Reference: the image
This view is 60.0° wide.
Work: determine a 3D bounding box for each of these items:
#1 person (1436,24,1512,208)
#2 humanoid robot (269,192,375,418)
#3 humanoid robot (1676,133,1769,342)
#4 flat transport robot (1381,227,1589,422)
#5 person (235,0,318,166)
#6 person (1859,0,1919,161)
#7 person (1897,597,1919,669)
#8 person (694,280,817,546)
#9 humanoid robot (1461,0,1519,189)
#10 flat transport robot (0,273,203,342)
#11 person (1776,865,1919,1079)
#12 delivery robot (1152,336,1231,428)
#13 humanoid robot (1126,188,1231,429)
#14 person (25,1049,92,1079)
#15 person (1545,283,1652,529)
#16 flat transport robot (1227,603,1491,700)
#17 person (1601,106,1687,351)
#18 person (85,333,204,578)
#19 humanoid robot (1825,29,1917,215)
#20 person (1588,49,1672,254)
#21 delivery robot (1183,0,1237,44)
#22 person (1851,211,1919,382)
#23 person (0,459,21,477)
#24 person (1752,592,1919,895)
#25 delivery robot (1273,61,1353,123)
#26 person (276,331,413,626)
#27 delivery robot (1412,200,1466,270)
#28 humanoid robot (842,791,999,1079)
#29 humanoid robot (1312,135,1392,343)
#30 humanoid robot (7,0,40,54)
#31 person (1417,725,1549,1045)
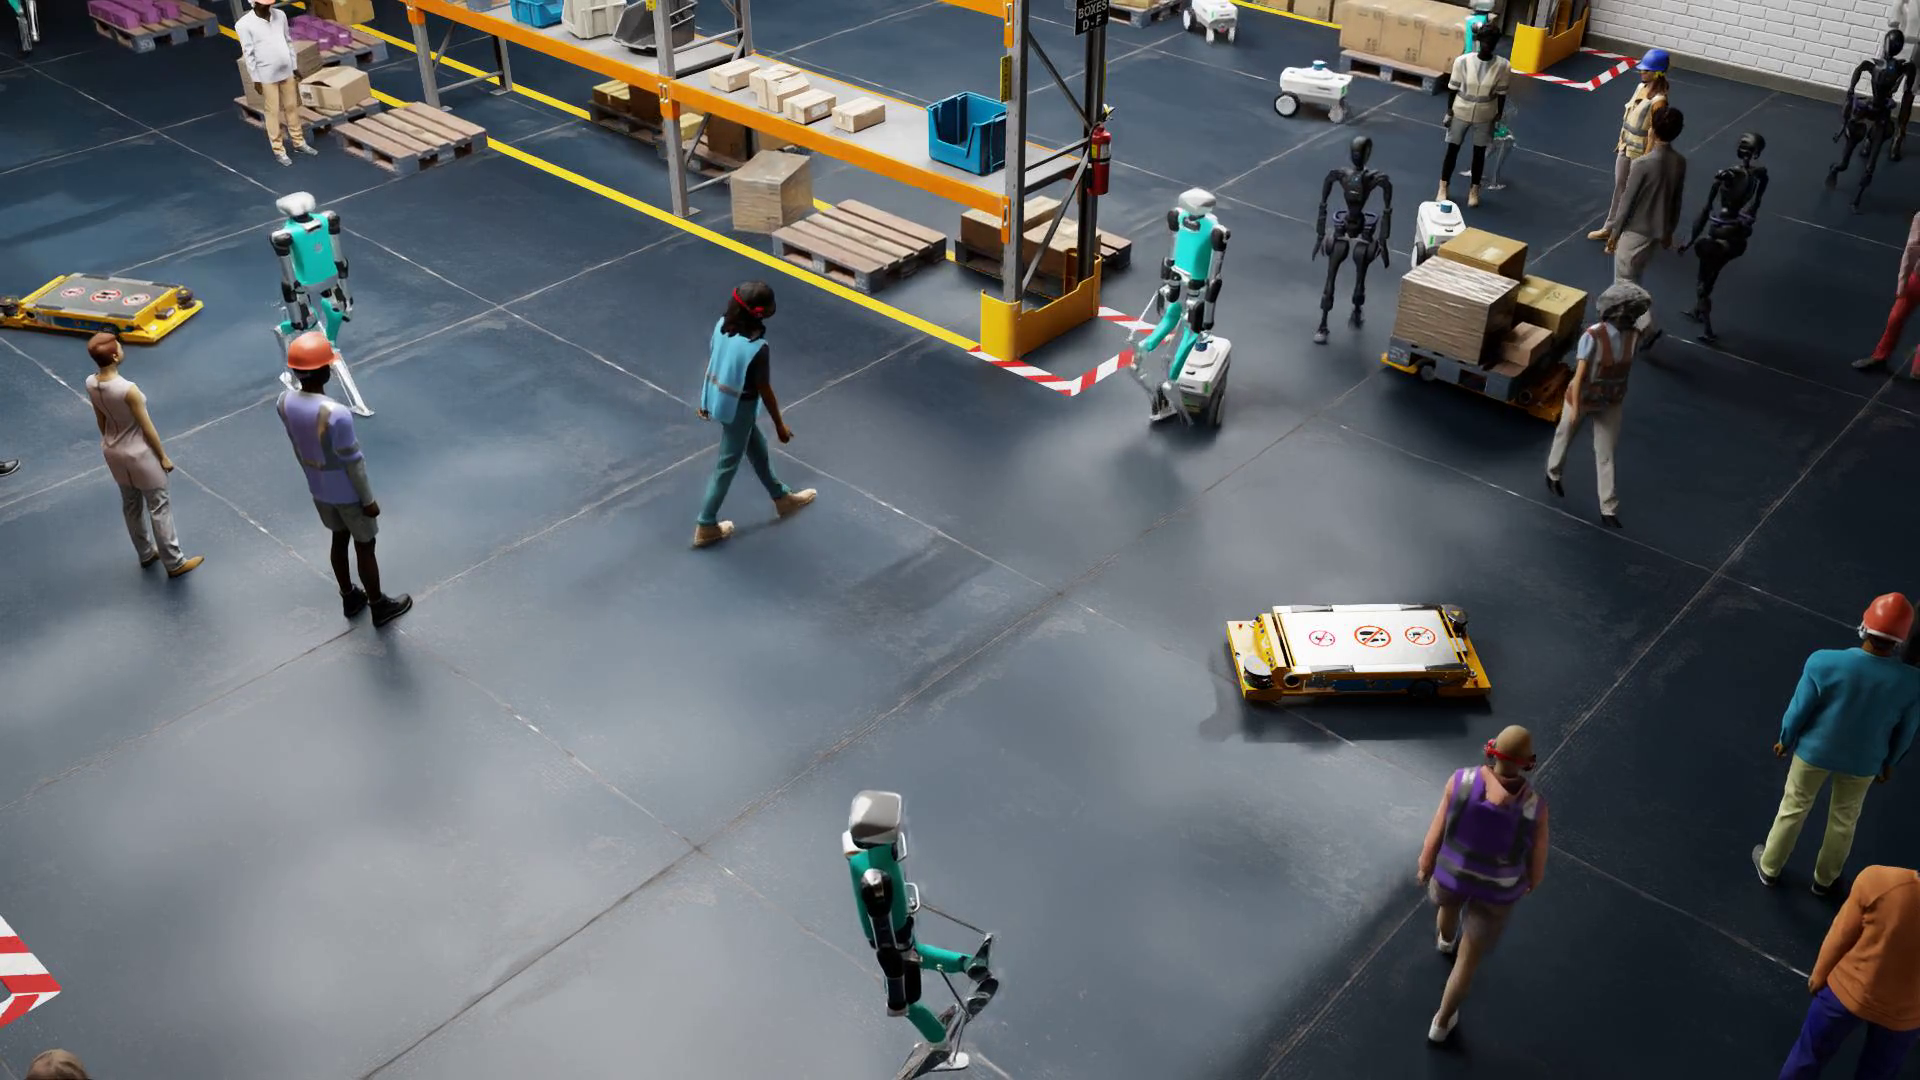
[{"bbox_3d":[4.685,-3.869,15.164,0.534,1.694,0.320,9,36,13],"label":"person"},{"bbox_3d":[-4.810,-1.740,12.072,0.984,1.775,0.539,21,40,28],"label":"humanoid robot"},{"bbox_3d":[5.979,-2.392,13.071,0.597,1.651,0.616,-9,36,-13],"label":"humanoid robot"},{"bbox_3d":[4.027,-1.326,12.731,1.431,0.231,0.659,26,42,32],"label":"flat transport robot"},{"bbox_3d":[-6.609,-4.523,16.059,0.330,1.747,0.558,19,39,25],"label":"person"},{"bbox_3d":[9.156,-4.633,16.071,0.547,1.924,0.387,13,37,18],"label":"person"},{"bbox_3d":[5.694,0.070,9.322,0.349,1.846,0.504,-13,37,-18],"label":"person"},{"bbox_3d":[-1.354,-0.823,10.650,0.991,1.794,0.531,-19,39,-25],"label":"person"},{"bbox_3d":[5.028,-4.178,15.600,0.829,1.806,0.576,5,35,7],"label":"humanoid robot"},{"bbox_3d":[-7.012,-1.898,13.560,1.431,0.231,0.659,8,35,11],"label":"flat transport robot"},{"bbox_3d":[3.705,1.816,6.683,0.520,1.972,0.405,19,39,25],"label":"person"},{"bbox_3d":[1.757,-1.213,12.313,0.499,0.592,0.774,13,37,17],"label":"delivery robot"},{"bbox_3d":[1.471,-1.545,11.791,0.732,1.829,0.536,-24,41,-31],"label":"humanoid robot"},{"bbox_3d":[-3.058,2.453,6.043,0.502,1.652,0.344,-15,37,-20],"label":"person"},{"bbox_3d":[4.176,-0.871,10.850,0.451,1.645,0.854,-2,35,-3],"label":"person"},{"bbox_3d":[2.348,0.664,9.848,1.431,0.231,0.659,-1,35,-1],"label":"flat transport robot"},{"bbox_3d":[5.342,-2.370,12.839,0.548,1.872,0.775,-12,36,-17],"label":"person"},{"bbox_3d":[-5.128,-0.522,10.349,0.441,1.653,0.284,13,37,18],"label":"person"},{"bbox_3d":[8.320,-3.850,15.165,0.600,1.643,0.623,6,35,9],"label":"humanoid robot"},{"bbox_3d":[5.814,-3.348,14.332,0.310,1.778,0.464,-6,35,-8],"label":"person"},{"bbox_3d":[2.968,-6.180,19.528,0.499,0.613,0.803,-8,35,-11],"label":"delivery robot"},{"bbox_3d":[7.255,-1.925,12.328,0.664,1.717,0.322,9,36,12],"label":"person"},{"bbox_3d":[-6.894,-1.244,11.245,0.586,1.824,0.404,21,40,27],"label":"person"},{"bbox_3d":[4.264,0.990,8.068,0.563,1.750,0.340,12,36,17],"label":"person"},{"bbox_3d":[3.688,-4.696,17.376,0.811,0.610,0.499,14,37,20],"label":"delivery robot"},{"bbox_3d":[-3.668,-0.343,9.854,0.542,1.927,0.379,19,39,25],"label":"person"},{"bbox_3d":[4.164,-2.642,14.374,0.499,0.581,0.774,3,35,4],"label":"delivery robot"},{"bbox_3d":[-0.137,1.750,7.002,0.895,1.774,0.542,-4,35,-6],"label":"humanoid robot"},{"bbox_3d":[3.078,-2.356,13.011,0.608,1.664,0.575,12,36,16],"label":"humanoid robot"},{"bbox_3d":[-10.685,-6.349,18.721,0.556,1.733,1.022,-13,37,-19],"label":"humanoid robot"},{"bbox_3d":[2.357,1.461,7.470,0.507,1.652,0.870,19,39,25],"label":"person"}]
